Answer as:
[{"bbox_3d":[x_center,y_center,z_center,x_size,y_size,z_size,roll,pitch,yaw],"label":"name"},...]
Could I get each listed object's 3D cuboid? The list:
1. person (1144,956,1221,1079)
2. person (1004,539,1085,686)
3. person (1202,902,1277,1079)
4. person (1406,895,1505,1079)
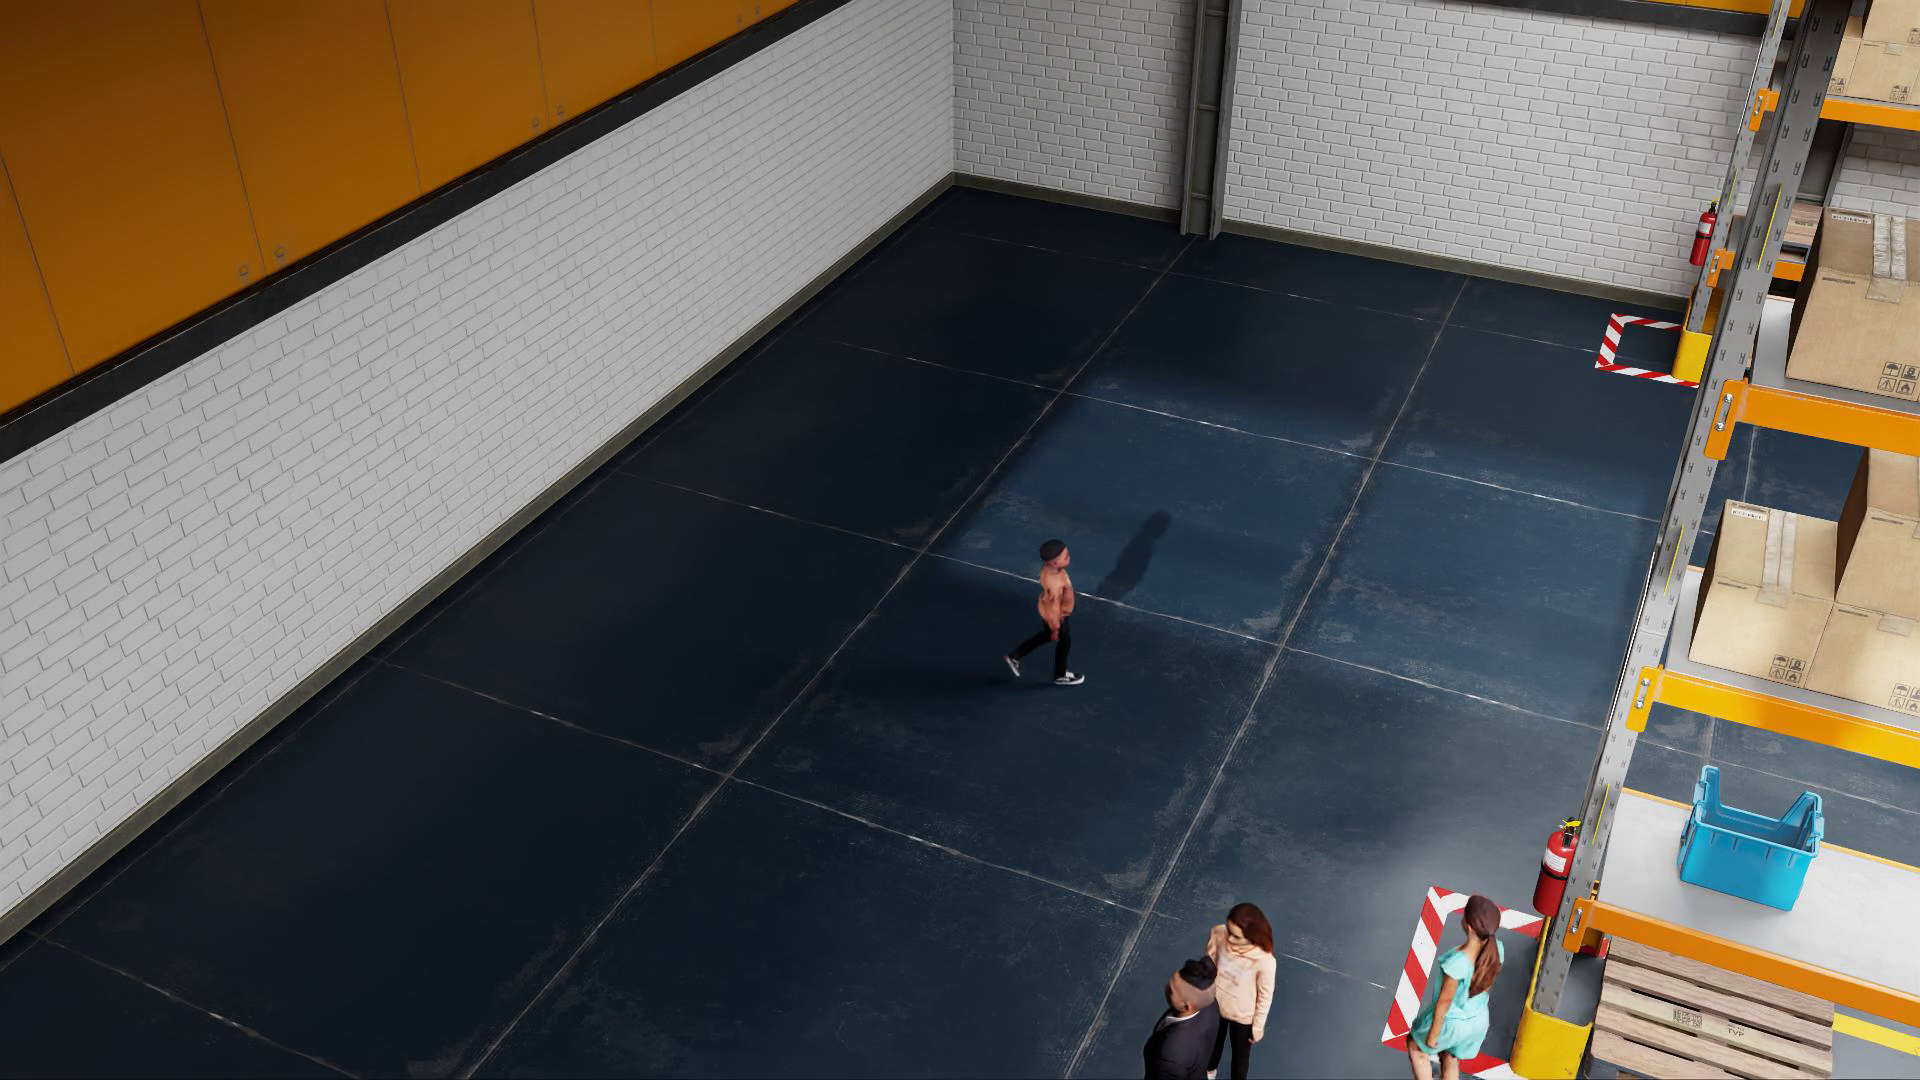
[{"bbox_3d":[1.038,2.662,7.893,0.568,1.953,0.690,14,36,20],"label":"person"},{"bbox_3d":[0.602,0.520,11.758,0.887,1.241,0.764,-4,34,-6],"label":"person"},{"bbox_3d":[1.424,2.425,8.675,0.538,1.481,0.683,26,42,33],"label":"person"},{"bbox_3d":[2.596,2.495,8.515,0.667,1.542,0.720,-15,36,-21],"label":"person"}]
